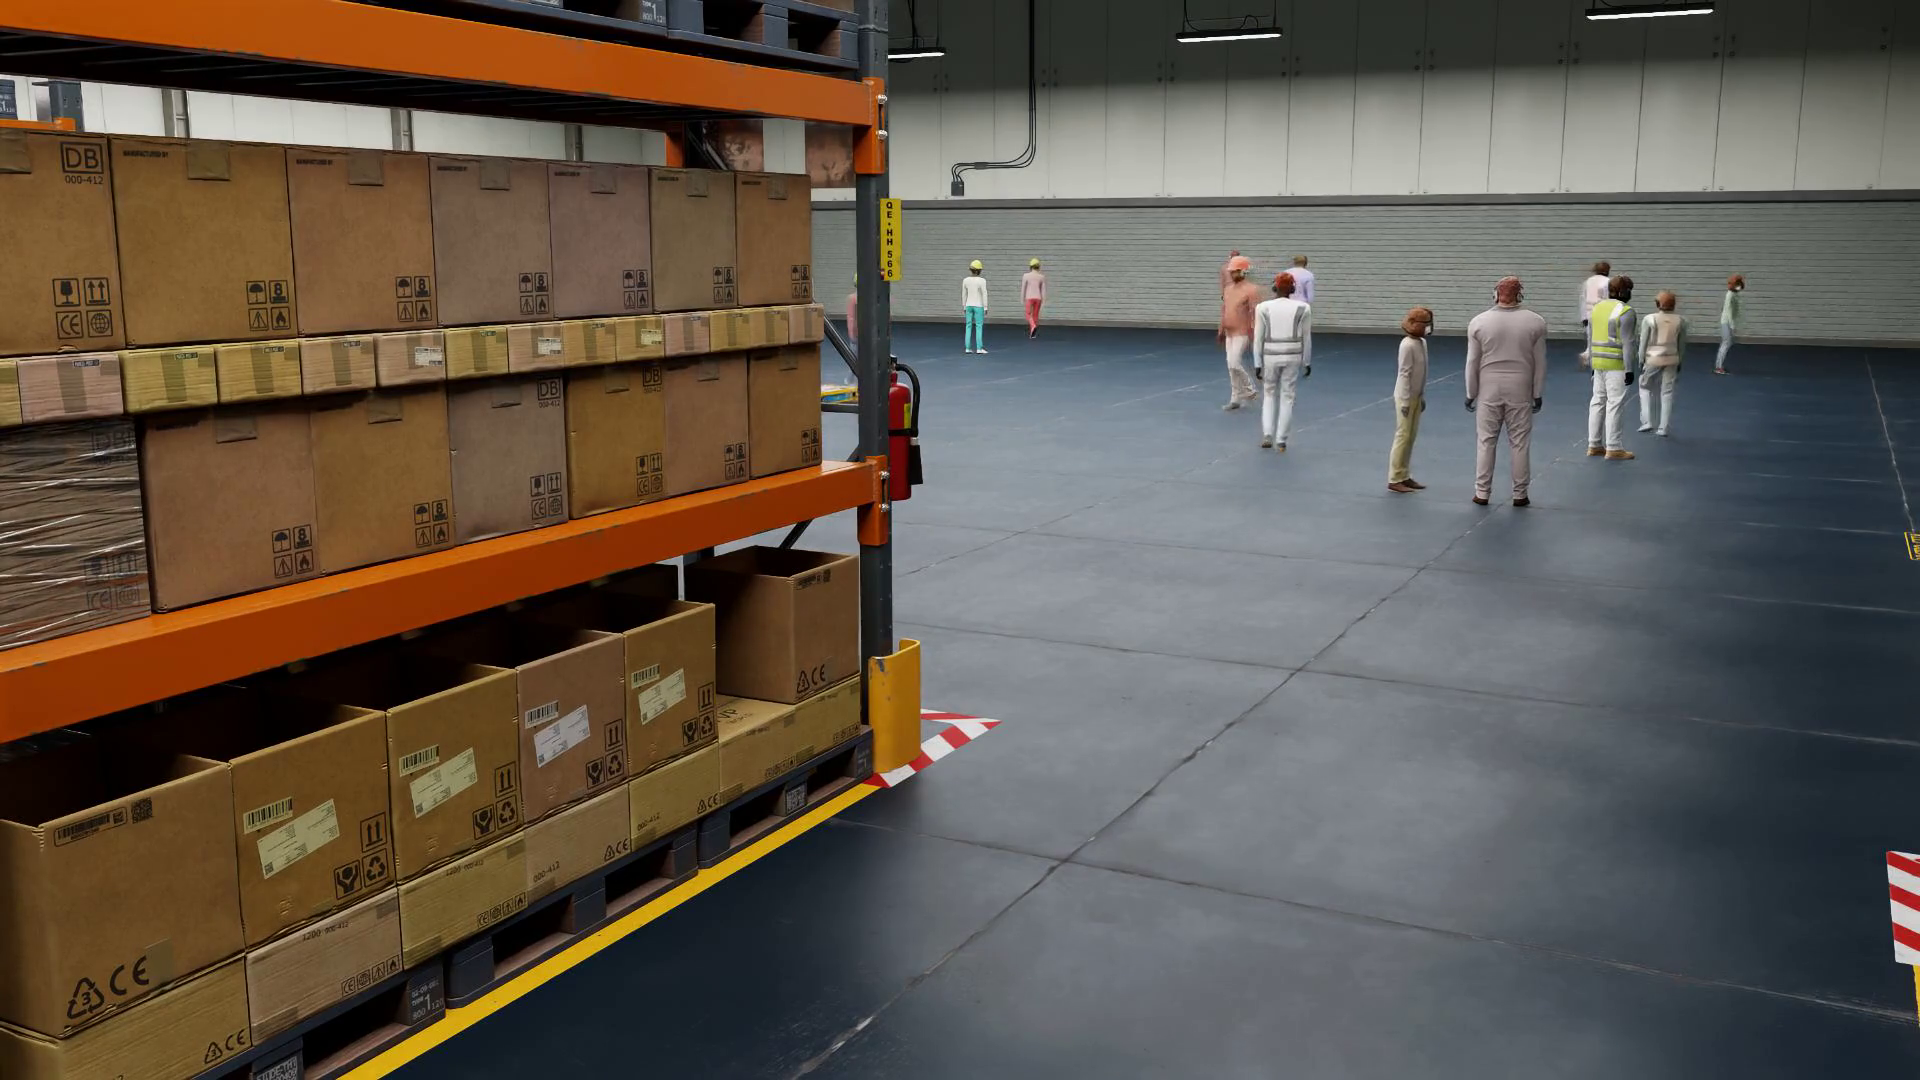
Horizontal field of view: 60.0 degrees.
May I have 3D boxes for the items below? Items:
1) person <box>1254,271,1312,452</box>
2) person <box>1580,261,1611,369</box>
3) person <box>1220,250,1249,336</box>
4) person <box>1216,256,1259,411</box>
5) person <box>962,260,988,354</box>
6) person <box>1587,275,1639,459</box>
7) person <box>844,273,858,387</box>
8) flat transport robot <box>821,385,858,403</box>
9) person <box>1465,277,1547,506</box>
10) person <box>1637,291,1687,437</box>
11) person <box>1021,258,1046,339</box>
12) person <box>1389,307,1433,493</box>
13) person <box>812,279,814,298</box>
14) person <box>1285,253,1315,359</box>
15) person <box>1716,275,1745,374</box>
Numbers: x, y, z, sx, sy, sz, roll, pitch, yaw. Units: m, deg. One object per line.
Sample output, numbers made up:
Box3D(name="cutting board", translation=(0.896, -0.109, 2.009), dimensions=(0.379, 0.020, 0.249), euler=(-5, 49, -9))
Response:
Box3D(name="person", translation=(3.364, -1.856, 17.334), dimensions=(0.580, 1.862, 0.578), euler=(3, 11, 16))
Box3D(name="person", translation=(10.508, -3.683, 27.403), dimensions=(0.610, 1.830, 0.640), euler=(-4, 11, -20))
Box3D(name="person", translation=(6.107, -5.476, 36.980), dimensions=(0.641, 1.905, 0.410), euler=(4, 11, 23))
Box3D(name="person", translation=(3.516, -2.626, 21.222), dimensions=(0.431, 1.976, 0.625), euler=(-5, 11, -23))
Box3D(name="person", translation=(0.297, -4.411, 31.547), dimensions=(0.535, 1.767, 0.316), euler=(6, 12, 31))
Box3D(name="person", translation=(6.593, -1.737, 16.761), dimensions=(0.429, 1.840, 0.636), euler=(-3, 11, -15))
Box3D(name="person", translation=(-1.412, -3.002, 23.991), dimensions=(0.532, 1.724, 0.900), euler=(-4, 11, -18))
Box3D(name="flat transport robot", translation=(-1.871, -1.895, 21.905), dimensions=(0.652, 0.197, 1.431), euler=(6, 12, 31))
Box3D(name="person", translation=(4.526, -1.227, 13.821), dimensions=(0.636, 1.902, 0.404), euler=(3, 11, 16))
Box3D(name="person", translation=(7.859, -1.980, 18.692), dimensions=(0.548, 1.619, 0.559), euler=(0, 10, 2))
Box3D(name="person", translation=(1.600, -5.202, 35.891), dimensions=(0.544, 1.749, 0.567), euler=(-3, 11, -15))
Box3D(name="person", translation=(3.958, -1.226, 14.577), dimensions=(0.290, 1.622, 0.506), euler=(7, 12, 32))
Box3D(name="person", translation=(-2.904, -4.296, 30.727), dimensions=(0.403, 1.837, 0.591), euler=(-4, 11, -19))
Box3D(name="person", translation=(6.086, -4.212, 30.026), dimensions=(0.649, 1.927, 0.510), euler=(8, 13, 39))
Box3D(name="person", translation=(12.489, -3.487, 26.960), dimensions=(0.368, 1.600, 0.574), euler=(7, 12, 33))
